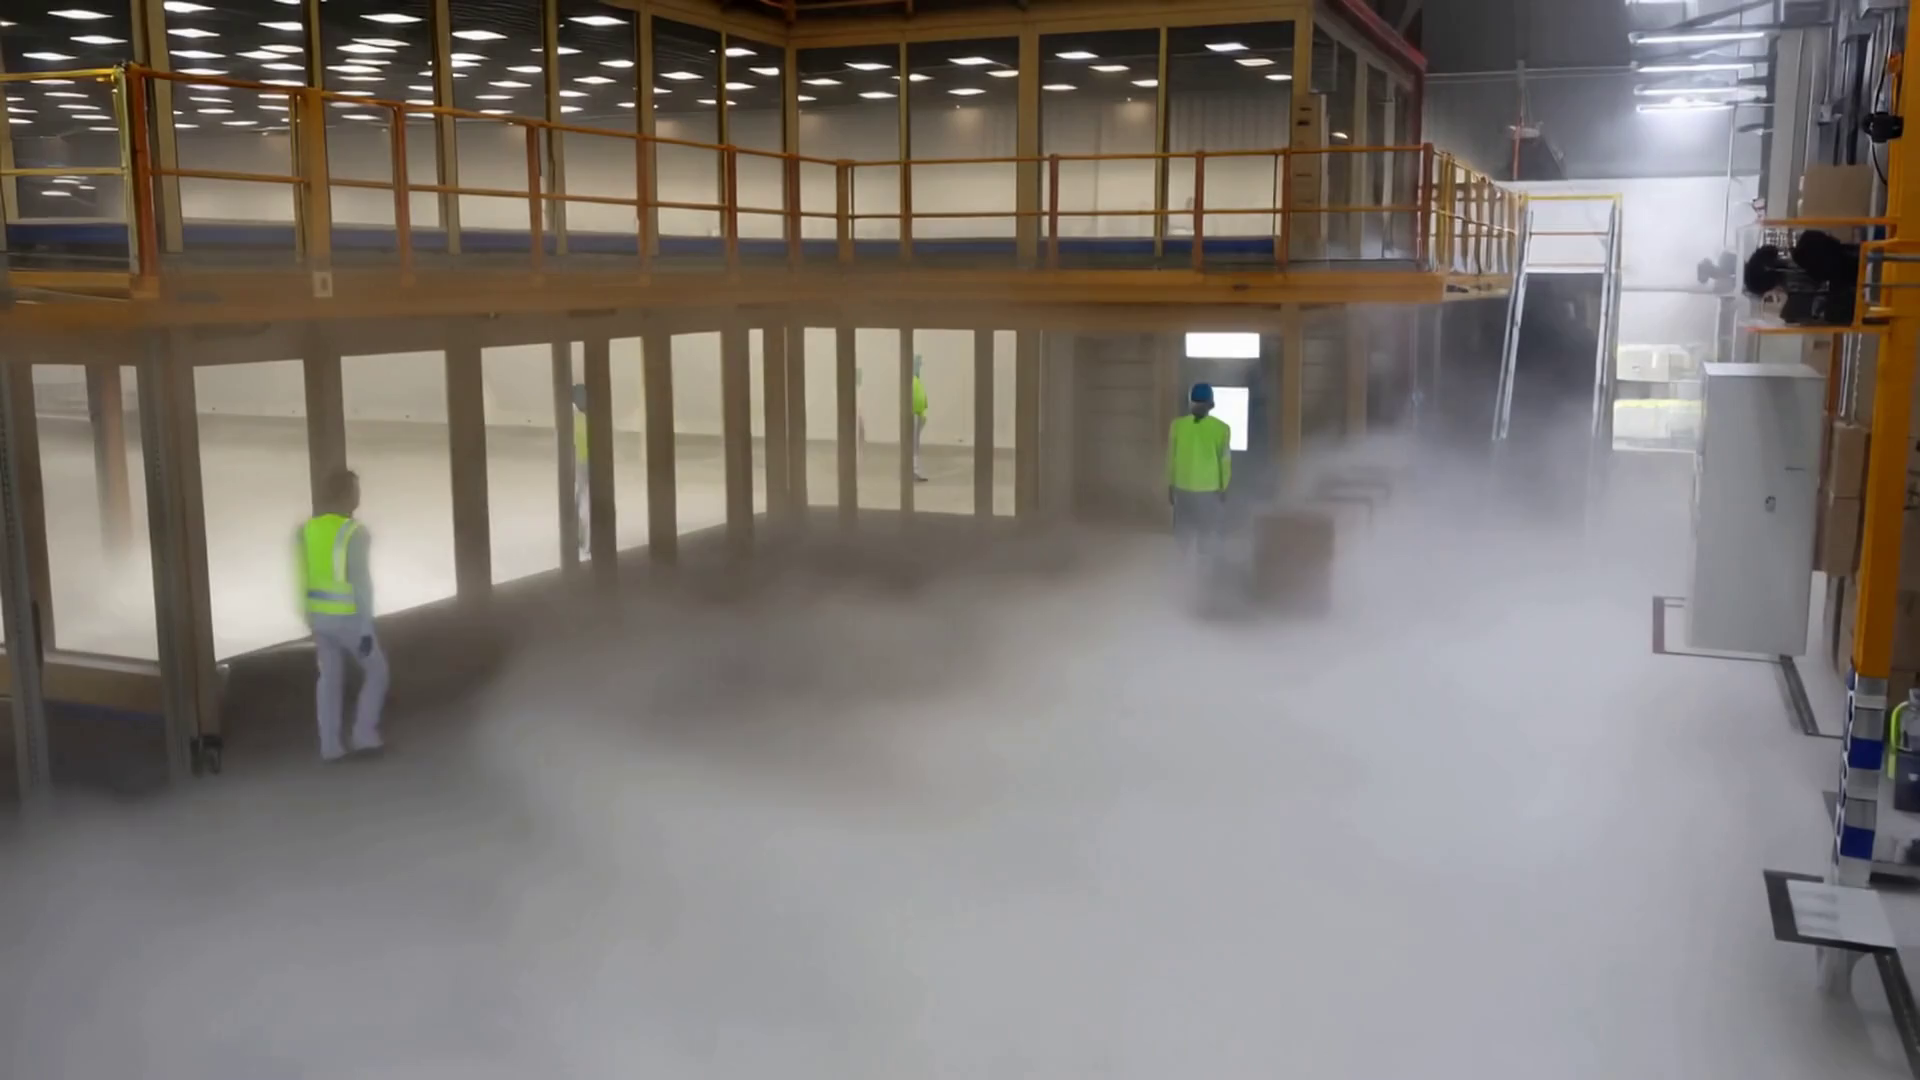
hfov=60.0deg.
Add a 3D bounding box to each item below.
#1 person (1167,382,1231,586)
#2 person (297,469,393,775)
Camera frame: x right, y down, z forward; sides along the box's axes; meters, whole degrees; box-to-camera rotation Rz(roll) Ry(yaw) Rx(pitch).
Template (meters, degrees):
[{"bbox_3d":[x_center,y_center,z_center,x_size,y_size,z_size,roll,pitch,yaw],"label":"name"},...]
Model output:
[{"bbox_3d":[2.314,-0.539,16.154,0.612,1.986,0.406,1,9,7],"label":"person"},{"bbox_3d":[-3.743,0.491,10.157,0.606,1.865,0.557,4,10,25],"label":"person"}]
